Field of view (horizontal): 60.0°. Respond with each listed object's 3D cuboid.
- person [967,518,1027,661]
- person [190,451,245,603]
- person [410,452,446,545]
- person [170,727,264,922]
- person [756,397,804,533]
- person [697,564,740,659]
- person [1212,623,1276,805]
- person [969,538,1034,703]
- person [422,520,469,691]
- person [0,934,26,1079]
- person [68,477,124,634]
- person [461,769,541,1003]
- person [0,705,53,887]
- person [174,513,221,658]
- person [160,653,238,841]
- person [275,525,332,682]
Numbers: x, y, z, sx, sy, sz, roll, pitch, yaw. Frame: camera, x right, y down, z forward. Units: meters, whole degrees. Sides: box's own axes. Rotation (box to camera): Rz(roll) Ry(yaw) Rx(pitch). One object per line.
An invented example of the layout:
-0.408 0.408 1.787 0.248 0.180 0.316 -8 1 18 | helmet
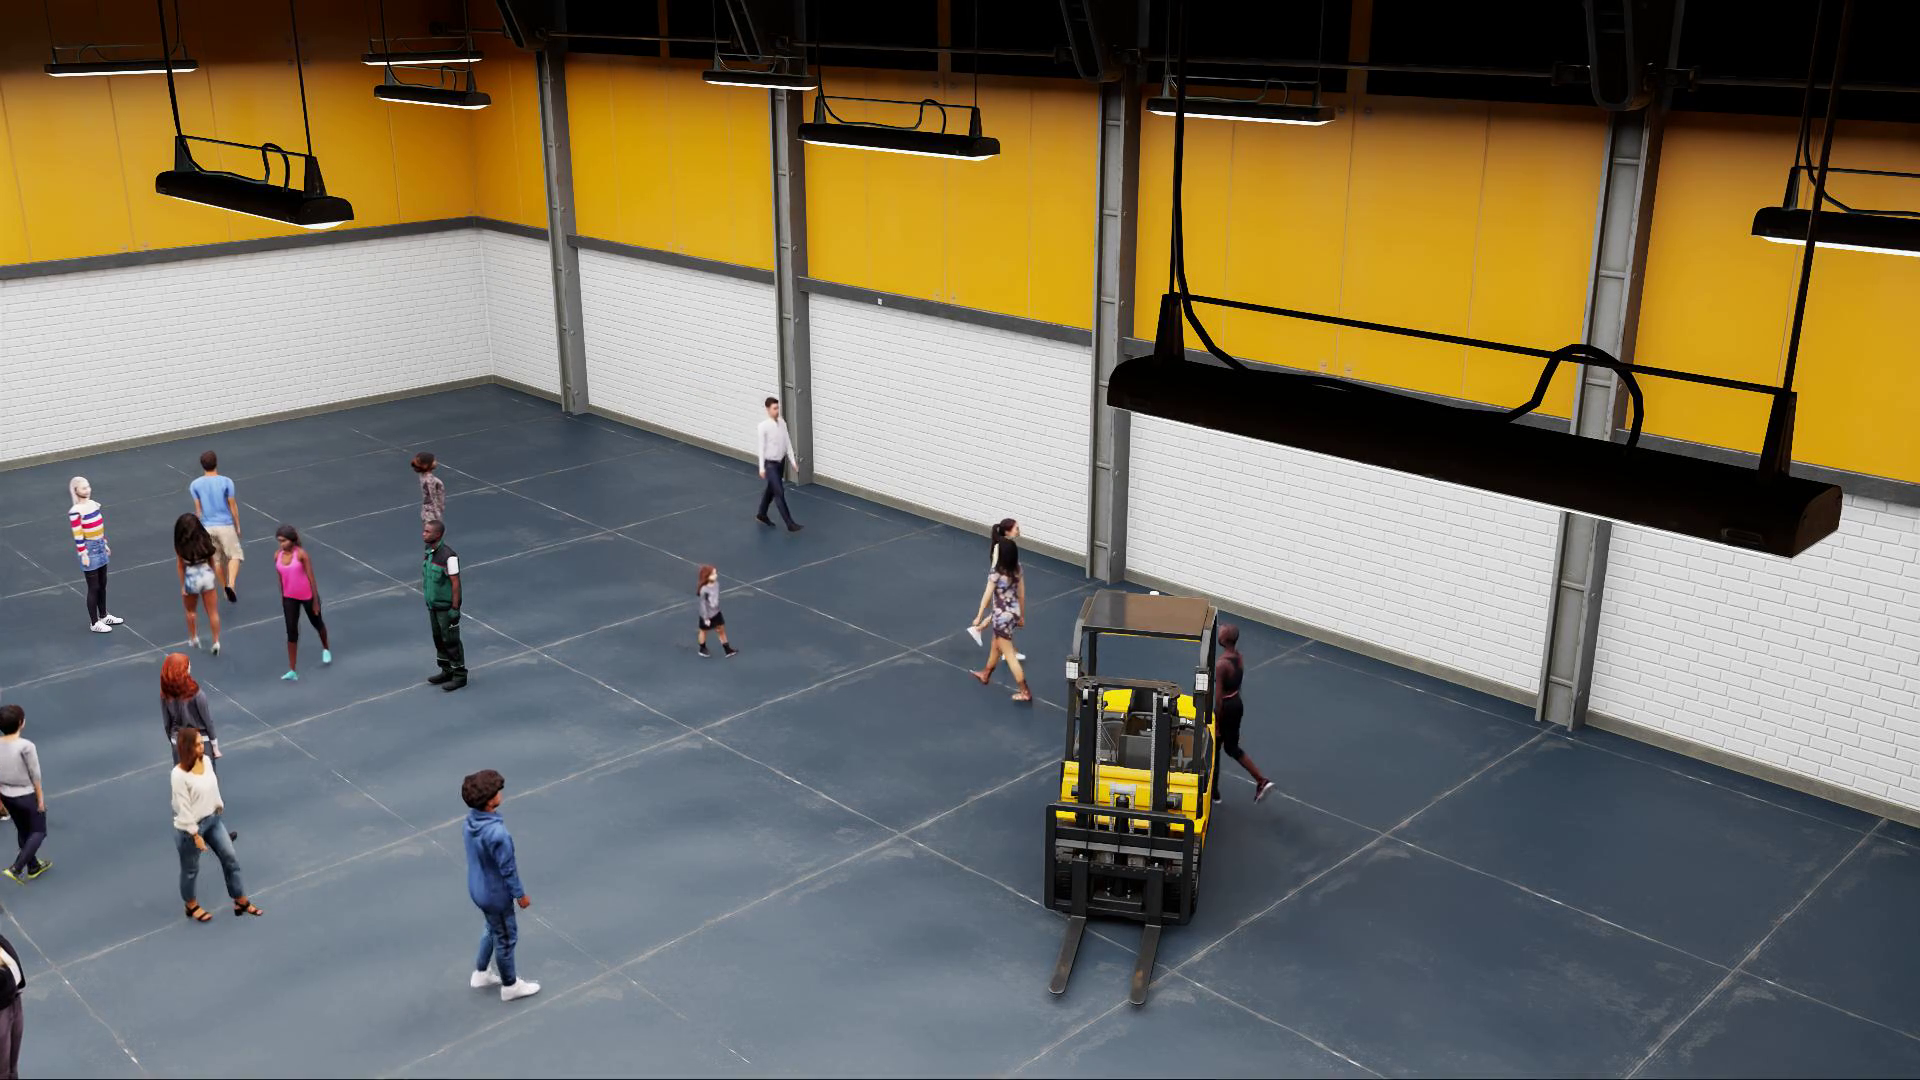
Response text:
0.404 0.540 18.089 1.029 1.616 0.908 4 19 13 | person
-8.781 -0.116 19.679 0.938 1.845 1.083 -4 19 -13 | person
-6.435 -0.253 20.291 0.698 1.713 0.586 -10 21 -28 | person
-6.023 2.235 12.988 0.973 1.658 0.845 6 20 18 | person
-2.557 -1.028 22.409 1.209 1.830 0.694 15 24 38 | person
-2.778 0.776 18.220 0.779 1.085 0.582 11 22 31 | person
2.446 1.594 14.770 1.001 1.736 0.643 14 23 37 | person
0.517 0.862 17.026 1.142 1.684 0.637 16 25 40 | person
-5.396 0.662 17.378 0.524 1.839 0.743 16 25 40 | person
-6.105 3.054 10.537 0.740 1.672 0.652 -3 19 -8 | person
-9.899 0.146 18.959 0.758 1.808 0.715 1 19 3 | person
-3.398 2.507 11.953 0.791 1.805 0.645 -14 23 -35 | person
-7.700 2.115 13.539 0.853 1.534 0.864 3 19 10 | person
-8.282 0.519 18.171 0.575 1.604 0.769 -17 25 -41 | person
-6.526 1.782 14.144 0.629 1.780 0.713 2 19 7 | person
-7.001 0.619 17.771 1.142 1.669 1.176 0 19 0 | person
